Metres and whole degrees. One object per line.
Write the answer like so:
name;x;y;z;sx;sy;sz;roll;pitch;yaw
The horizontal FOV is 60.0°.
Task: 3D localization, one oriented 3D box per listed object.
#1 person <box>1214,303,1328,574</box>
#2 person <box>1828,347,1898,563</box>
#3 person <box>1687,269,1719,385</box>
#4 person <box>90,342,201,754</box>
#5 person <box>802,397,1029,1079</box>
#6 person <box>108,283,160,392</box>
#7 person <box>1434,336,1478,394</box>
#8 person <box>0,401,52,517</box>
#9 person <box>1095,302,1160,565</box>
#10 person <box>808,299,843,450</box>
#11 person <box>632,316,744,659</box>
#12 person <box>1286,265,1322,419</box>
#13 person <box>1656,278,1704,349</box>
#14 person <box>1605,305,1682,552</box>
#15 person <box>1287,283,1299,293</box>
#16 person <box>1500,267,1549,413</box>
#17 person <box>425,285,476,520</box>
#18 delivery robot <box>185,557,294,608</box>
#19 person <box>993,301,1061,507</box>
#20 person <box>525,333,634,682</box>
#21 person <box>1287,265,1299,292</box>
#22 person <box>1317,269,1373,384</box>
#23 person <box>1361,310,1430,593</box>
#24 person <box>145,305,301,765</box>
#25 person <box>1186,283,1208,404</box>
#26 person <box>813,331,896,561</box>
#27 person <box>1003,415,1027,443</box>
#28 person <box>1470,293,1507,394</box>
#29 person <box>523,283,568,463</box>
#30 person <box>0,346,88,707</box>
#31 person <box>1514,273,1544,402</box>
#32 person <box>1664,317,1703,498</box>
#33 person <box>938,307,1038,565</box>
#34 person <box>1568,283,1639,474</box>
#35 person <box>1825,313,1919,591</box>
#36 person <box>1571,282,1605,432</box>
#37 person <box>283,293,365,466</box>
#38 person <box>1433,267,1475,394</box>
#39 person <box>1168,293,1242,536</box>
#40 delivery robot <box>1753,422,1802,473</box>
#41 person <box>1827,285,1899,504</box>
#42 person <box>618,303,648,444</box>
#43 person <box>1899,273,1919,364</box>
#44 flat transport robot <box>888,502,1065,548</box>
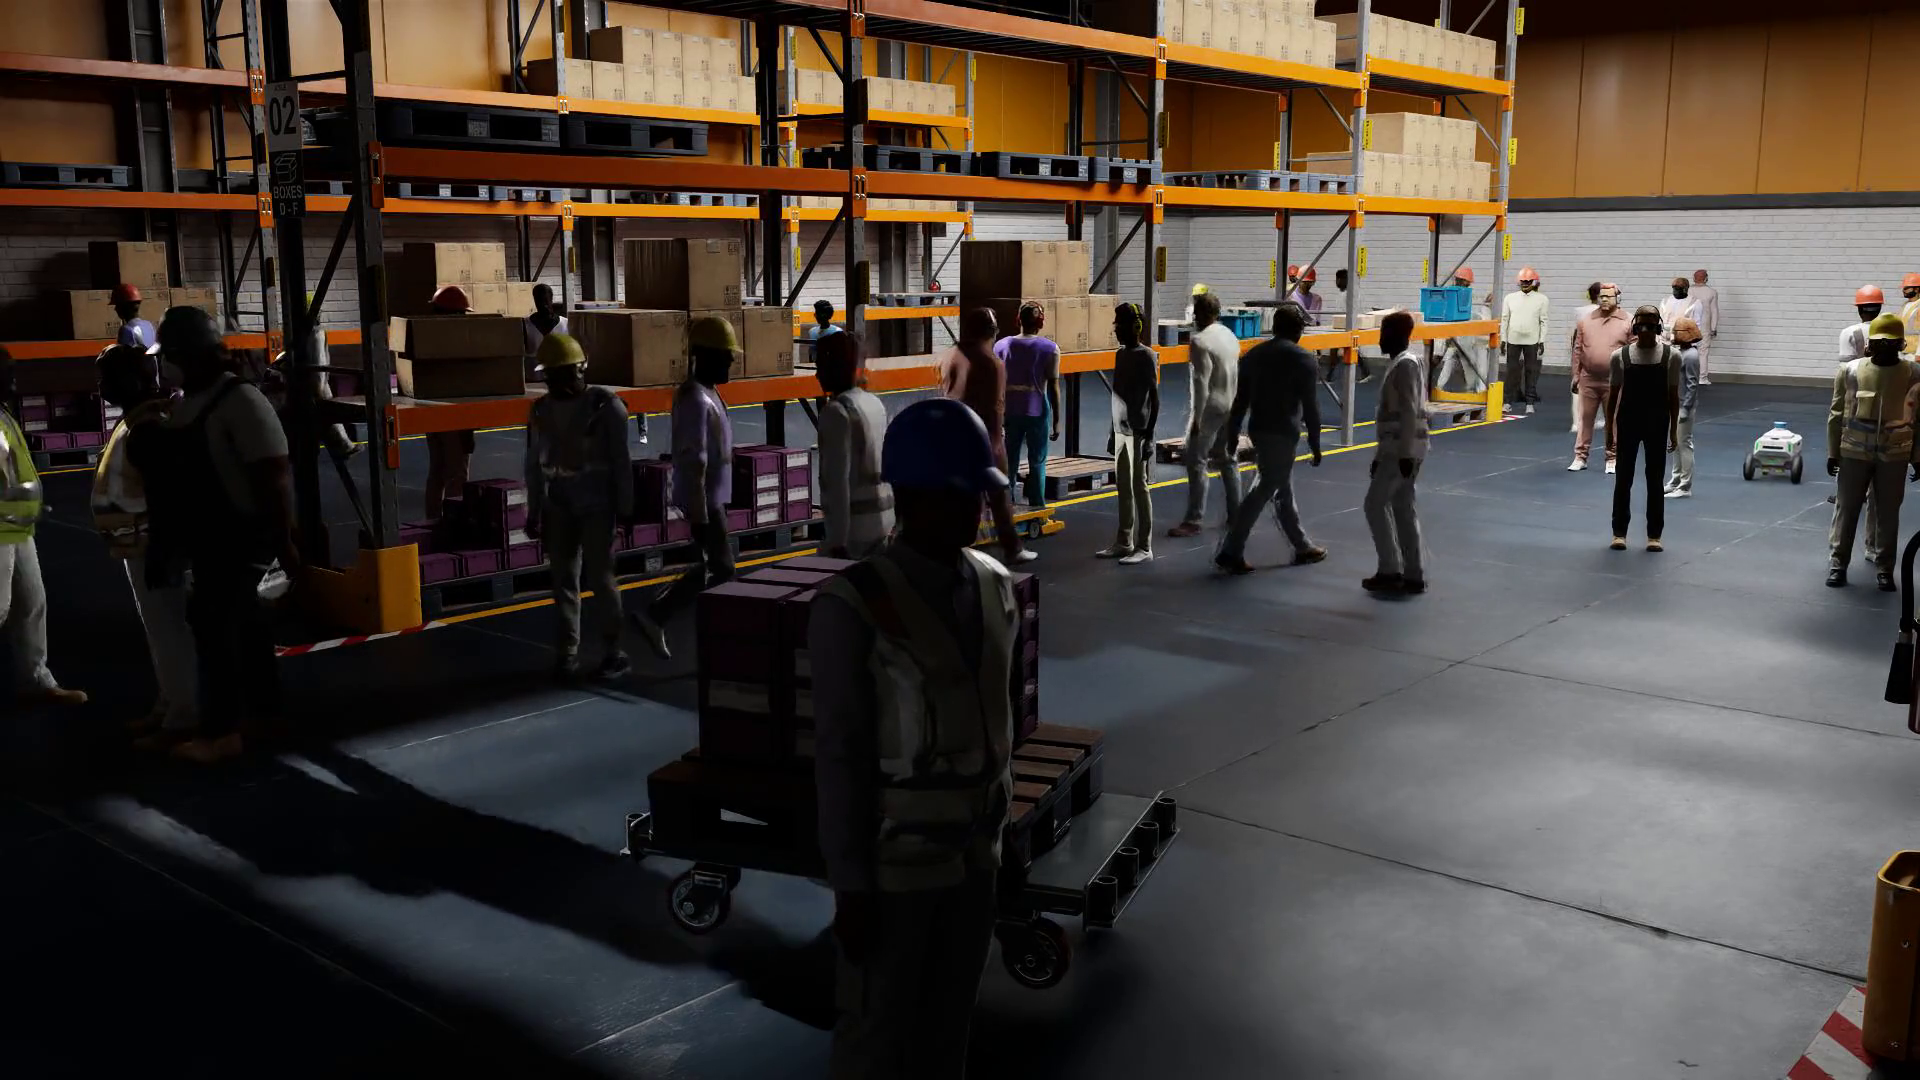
person;2.189;-0.709;11.633;1.046;1.882;0.645;-7;12;-33
person;6.488;-0.634;11.858;0.518;1.639;0.312;2;10;11
person;12.186;-3.509;27.468;0.643;1.909;0.410;8;13;38
person;-3.657;0.033;7.491;0.429;1.839;0.634;-6;11;-29
person;-0.071;0.665;3.583;0.395;1.949;0.602;8;13;39
person;-7.535;-1.370;15.208;0.377;1.932;0.552;-1;10;-3
person;7.239;-2.861;24.374;0.869;1.685;0.511;0;10;-2
person;-8.094;-1.087;13.620;1.031;1.944;0.616;-2;10;-12
person;1.215;-0.760;11.923;0.314;1.869;0.536;-5;11;-27
person;-1.477;-1.822;18.486;0.533;1.691;0.322;7;12;37
person;-1.395;-0.226;8.779;0.601;1.905;0.599;-1;10;-4
person;4.474;-2.564;21.728;0.605;2.033;0.391;-4;11;-22
person;10.173;-2.797;23.622;0.619;1.838;0.430;10;14;44
person;5.089;-0.828;12.418;0.511;1.840;0.340;4;11;23
person;4.843;-2.864;24.240;0.390;1.750;0.525;-8;13;-38
person;7.729;-2.738;22.829;0.612;1.995;0.376;4;11;22
person;-3.680;-0.841;12.056;0.617;1.986;0.400;9;13;42
delivery robot;-4.243;0.223;9.797;0.477;0.478;0.707;1;10;7
person;0.524;-0.969;13.209;0.564;1.836;0.377;4;11;23
person;-2.012;-0.179;8.772;0.600;1.817;0.437;4;11;23
person;6.173;-4.120;30.859;0.551;1.935;0.372;3;10;16
person;6.454;-3.556;27.712;0.989;1.924;0.609;0;10;1
person;2.858;-0.563;10.876;0.493;1.850;0.668;4;11;20
person;-3.338;-0.038;7.325;0.719;2.000;0.798;8;13;38
person;3.518;-2.851;24.185;0.530;1.755;0.472;9;13;42
person;-0.518;-0.050;7.892;0.479;1.864;0.592;5;11;26
person;0.641;-2.094;19.318;0.627;1.941;0.370;4;11;23
person;7.753;-2.810;24.344;0.527;1.589;0.865;-1;10;-5
person;-3.968;-1.491;15.947;0.593;1.920;0.392;-3;10;-17
person;-4.733;-0.031;7.962;0.769;1.817;0.628;-3;10;-15
person;8.343;-2.962;24.373;0.554;1.906;0.538;-9;13;-41
person;6.516;-1.192;15.047;0.278;1.634;0.498;1;10;8
person;0.069;-0.696;11.652;0.637;1.853;1.018;10;14;44
person;6.455;-1.620;16.711;0.636;1.911;0.406;7;12;33
person;6.062;-0.582;11.014;0.595;1.832;0.404;5;11;27
person;7.834;-2.266;20.630;0.538;1.828;0.963;8;12;37
person;-6.752;-1.686;17.428;0.592;1.781;0.924;5;11;27
person;7.412;-3.096;24.935;1.080;1.969;0.690;9;14;42
person;1.980;-0.982;13.161;0.391;1.920;0.804;8;13;39
delivery robot;7.982;-0.906;16.225;0.477;0.478;0.707;7;12;33
person;7.912;-1.260;14.586;0.547;1.934;0.376;-1;10;-6
person;-3.823;-1.915;19.203;0.498;1.626;0.289;0;10;2
person;12.131;-2.437;21.271;0.371;1.939;0.543;0;10;0
flat transport robot;0.130;-0.119;12.819;0.652;0.197;1.431;8;13;38
